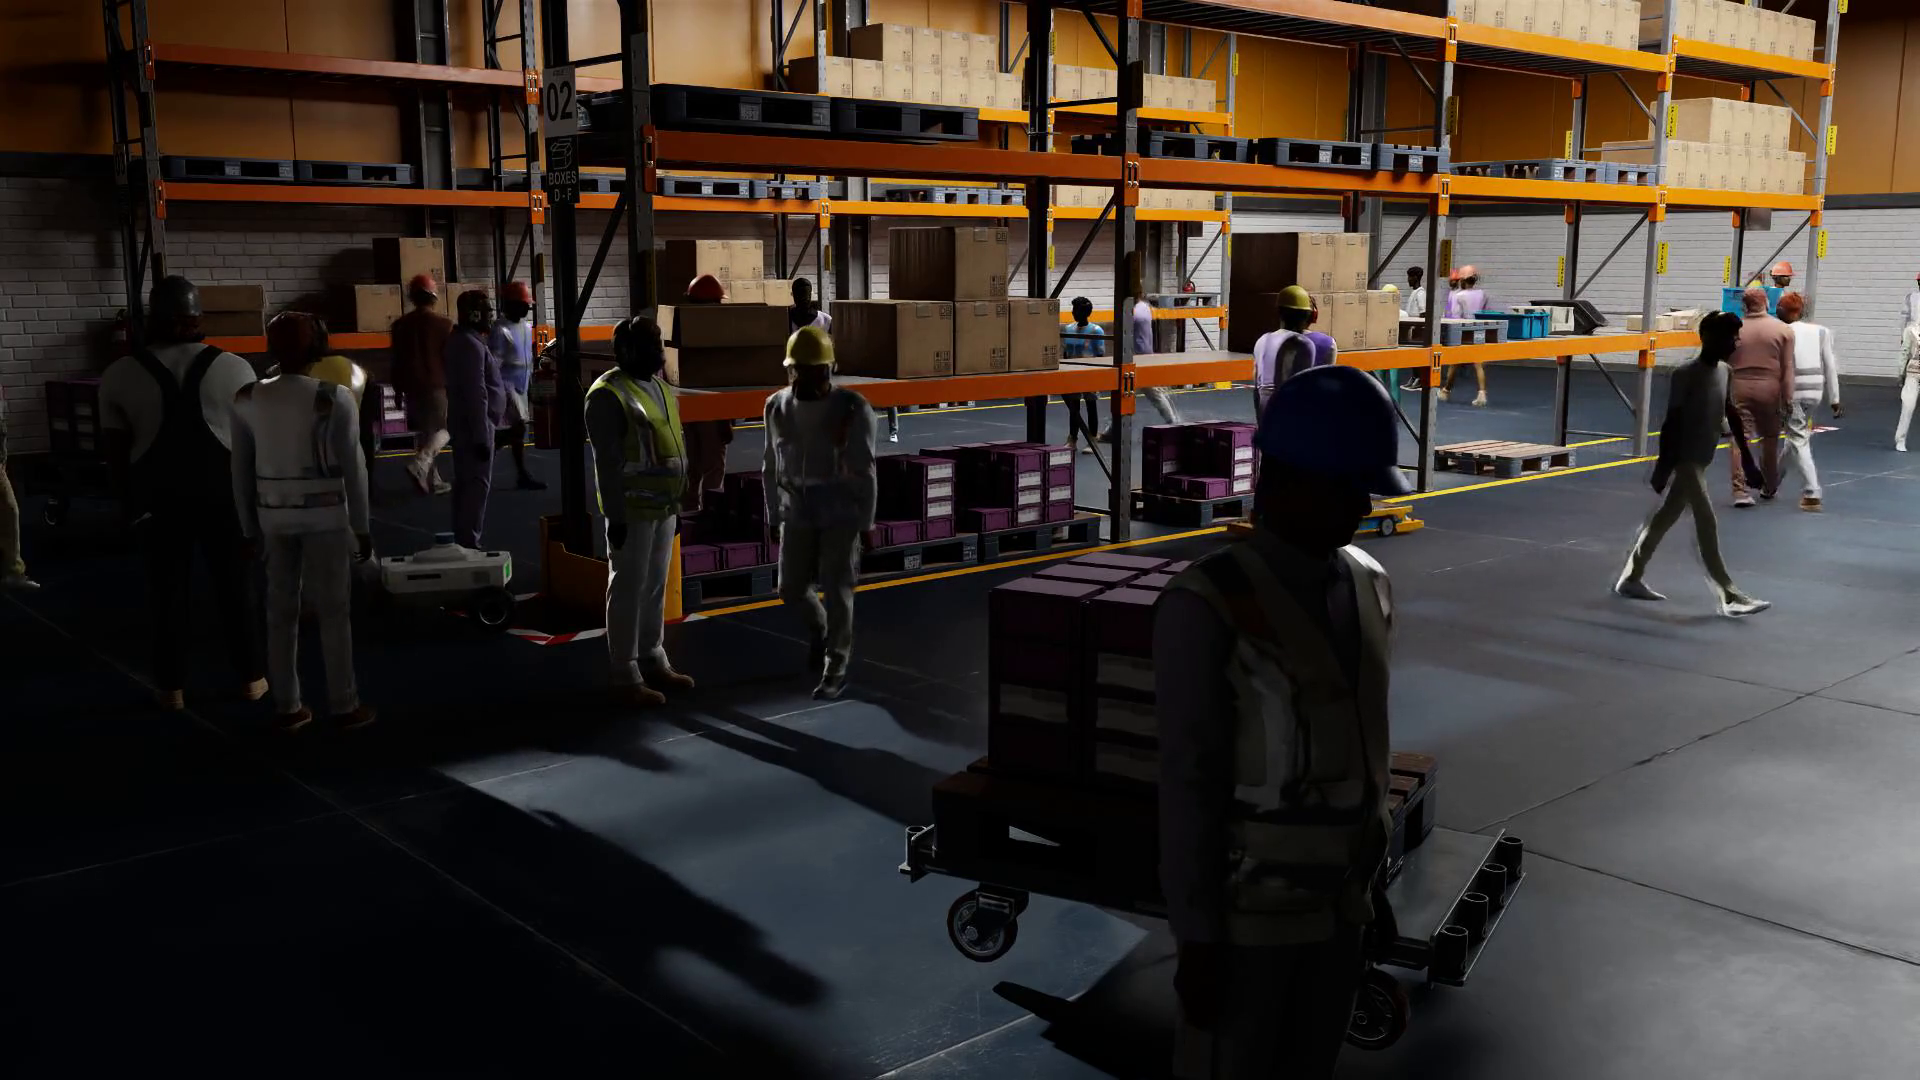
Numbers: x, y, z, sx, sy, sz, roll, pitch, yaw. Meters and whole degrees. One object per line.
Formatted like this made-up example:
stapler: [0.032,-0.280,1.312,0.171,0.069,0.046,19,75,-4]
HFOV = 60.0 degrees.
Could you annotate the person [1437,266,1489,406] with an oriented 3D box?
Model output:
person: [7.259,-2.920,23.824,0.613,1.990,1.072,-2,10,-14]

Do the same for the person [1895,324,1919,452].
person: [10.470,-1.763,18.048,0.538,1.634,0.345,3,10,18]

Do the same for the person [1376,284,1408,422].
person: [5.476,-2.385,21.308,0.525,1.769,0.309,9,13,43]

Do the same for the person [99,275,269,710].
person: [-3.650,-0.227,7.870,0.682,2.000,0.536,-4,11,-24]

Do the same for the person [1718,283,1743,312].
person: [10.905,-2.740,23.451,0.487,1.744,0.297,6,12,33]

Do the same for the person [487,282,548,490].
person: [-4.163,-1.411,15.225,0.798,1.905,0.566,4,10,21]

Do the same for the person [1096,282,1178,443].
person: [2.053,-2.013,18.813,1.050,1.891,0.637,2,10,10]

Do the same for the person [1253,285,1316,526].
person: [2.317,-0.836,11.806,0.404,1.919,0.587,-5,11,-28]

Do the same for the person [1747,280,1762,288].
person: [11.710,-2.962,24.692,0.329,1.765,0.526,1,10,8]

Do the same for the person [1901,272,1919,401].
person: [14.143,-3.009,24.482,0.542,1.931,0.366,9,13,44]

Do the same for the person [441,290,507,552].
person: [-3.265,-0.735,11.260,0.398,1.900,0.645,-5,11,-25]

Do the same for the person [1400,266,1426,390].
person: [7.235,-3.353,26.396,0.374,1.963,0.608,1,10,5]

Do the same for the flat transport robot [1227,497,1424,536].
flat transport robot: [2.794,-0.163,12.665,1.431,0.197,0.652,-6,11,-32]

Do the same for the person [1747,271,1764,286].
person: [12.894,-3.402,26.915,0.712,1.884,0.653,4,10,20]

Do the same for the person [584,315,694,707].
person: [-1.511,-0.143,7.956,0.429,1.846,0.625,3,10,17]

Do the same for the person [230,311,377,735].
person: [-2.905,-0.066,7.382,0.584,1.883,0.337,0,10,1]

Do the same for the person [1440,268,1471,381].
person: [8.494,-3.688,28.468,0.629,1.925,0.558,-4,10,-20]

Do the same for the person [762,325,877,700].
person: [-0.667,-0.137,8.037,0.604,1.809,0.584,3,10,17]

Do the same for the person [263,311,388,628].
person: [-3.578,-0.375,9.400,0.625,1.819,0.628,8,13,40]

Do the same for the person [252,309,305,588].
person: [-3.957,-0.461,9.915,0.503,1.824,0.993,1,10,4]

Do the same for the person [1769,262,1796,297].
person: [11.360,-2.835,23.129,0.373,2.043,0.615,8,13,40]

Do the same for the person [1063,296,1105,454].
person: [1.313,-1.771,17.922,0.529,1.694,0.321,8,13,40]

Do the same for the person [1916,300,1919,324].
person: [13.590,-2.777,23.071,0.999,1.955,0.633,-9,13,-42]

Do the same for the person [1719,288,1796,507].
person: [6.823,-1.226,14.280,0.663,1.845,1.011,6,12,33]

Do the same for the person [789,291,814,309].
person: [-1.917,-2.249,20.308,0.588,1.835,0.403,9,13,41]

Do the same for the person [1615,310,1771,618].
person: [4.429,-0.463,9.952,0.541,1.806,1.011,-8,12,-37]

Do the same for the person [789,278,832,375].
person: [-1.494,-1.526,15.825,0.590,1.922,0.392,-1,10,-8]

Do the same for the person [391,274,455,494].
person: [-4.730,-1.348,14.635,0.630,1.972,0.661,2,10,13]

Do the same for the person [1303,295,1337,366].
person: [2.521,-0.906,12.409,0.562,1.847,0.390,3,10,19]

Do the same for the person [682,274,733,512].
person: [-1.806,-0.891,11.888,0.382,1.995,0.612,-8,13,-40]

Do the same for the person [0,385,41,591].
person: [-6.134,-0.443,10.403,0.663,1.612,0.520,5,11,28]

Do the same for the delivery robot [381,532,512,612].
delivery robot: [-2.914,0.200,9.437,0.707,0.478,0.477,-3,10,-18]

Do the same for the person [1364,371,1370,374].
person: [5.203,-2.400,21.638,0.454,1.667,0.571,-9,13,-43]

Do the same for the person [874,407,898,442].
person: [-0.900,-1.919,19.000,0.498,1.626,0.289,2,10,10]

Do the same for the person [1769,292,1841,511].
person: [7.115,-1.193,14.176,0.653,1.813,1.012,-2,10,-10]

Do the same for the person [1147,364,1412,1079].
person: [0.593,0.650,3.031,0.604,1.939,0.401,-9,13,-42]
